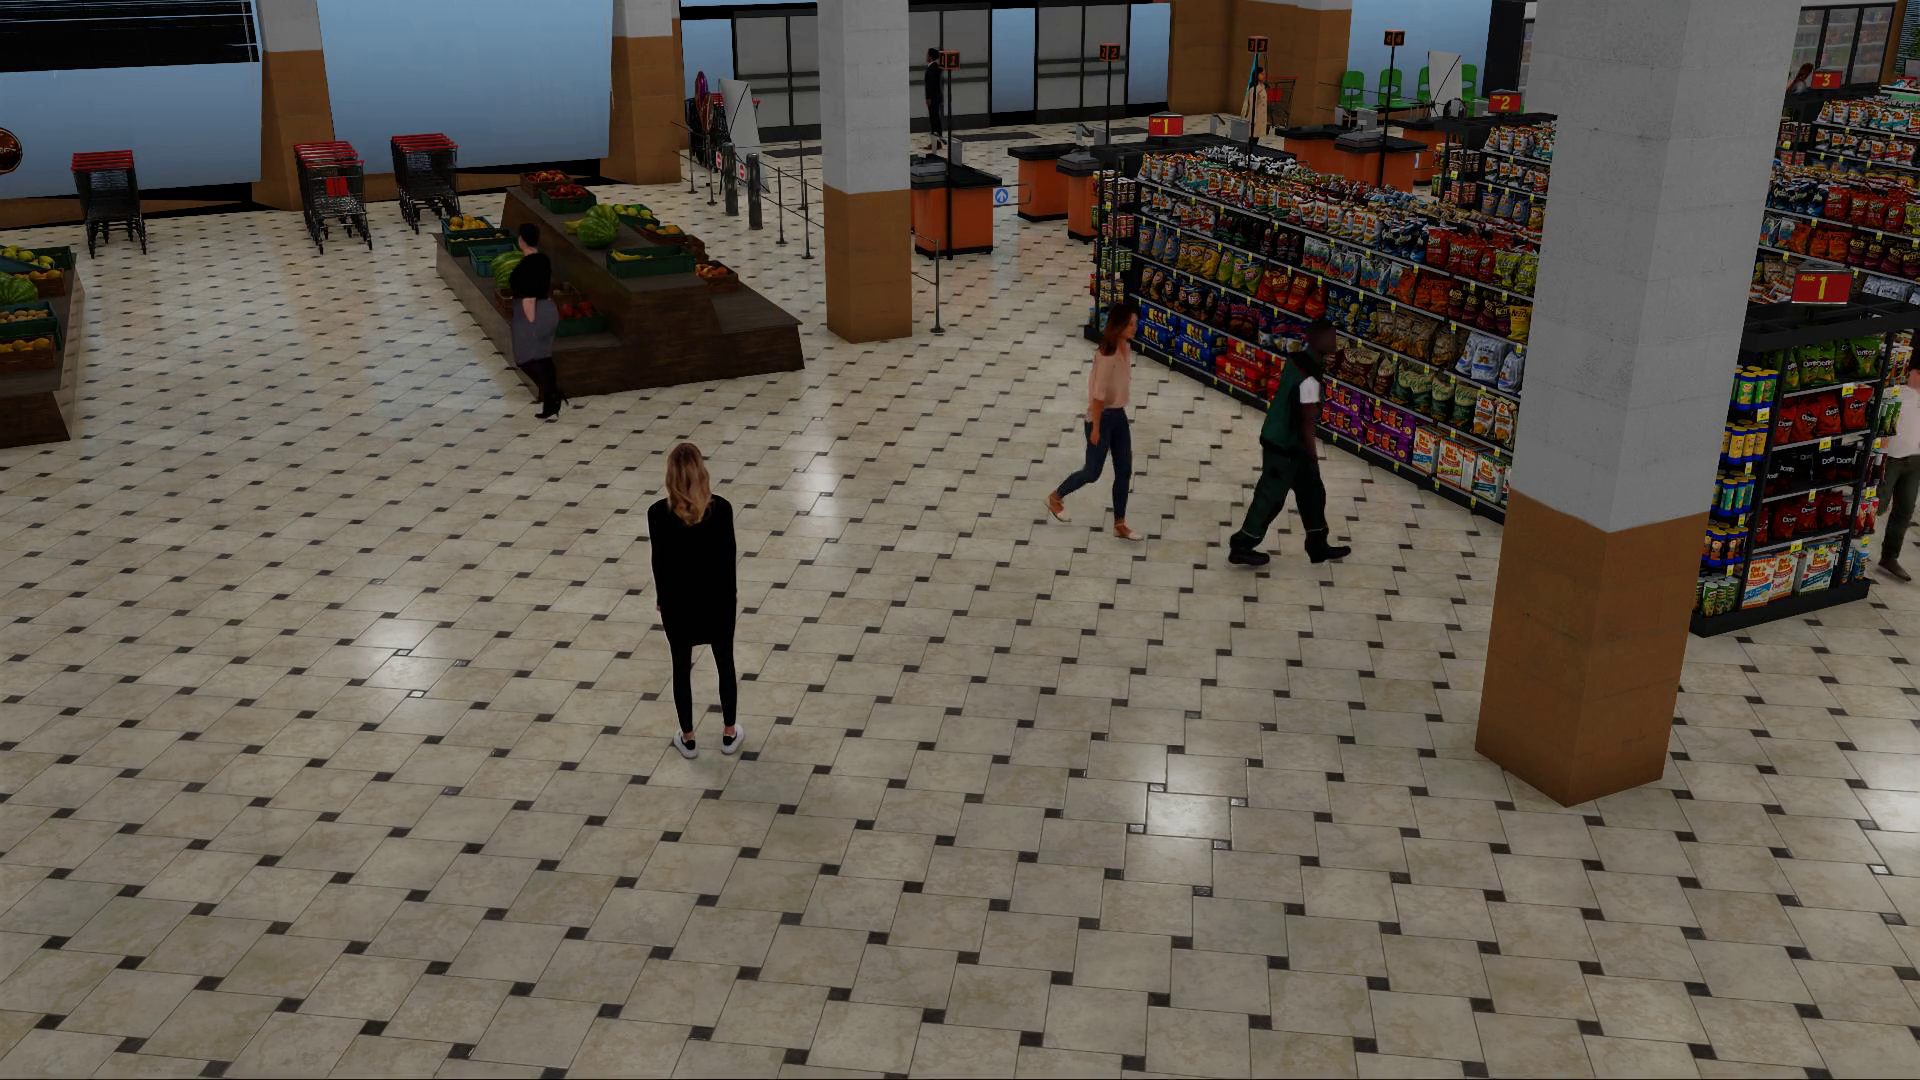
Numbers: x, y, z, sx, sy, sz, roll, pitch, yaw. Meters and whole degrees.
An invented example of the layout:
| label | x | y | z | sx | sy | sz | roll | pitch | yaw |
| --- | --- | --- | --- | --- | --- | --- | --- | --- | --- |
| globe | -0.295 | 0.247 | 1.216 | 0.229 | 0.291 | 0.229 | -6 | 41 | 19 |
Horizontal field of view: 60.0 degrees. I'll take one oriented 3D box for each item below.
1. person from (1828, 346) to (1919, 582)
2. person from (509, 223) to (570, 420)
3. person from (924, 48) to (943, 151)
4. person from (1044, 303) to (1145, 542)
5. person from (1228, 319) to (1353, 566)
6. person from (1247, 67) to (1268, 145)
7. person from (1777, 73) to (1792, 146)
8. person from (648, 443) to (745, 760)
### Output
| label | x | y | z | sx | sy | sz | roll | pitch | yaw |
| --- | --- | --- | --- | --- | --- | --- | --- | --- | --- |
| person | 6.374 | -0.563 | 11.440 | 0.731 | 1.638 | 0.983 | -5 | 22 | -13 |
| person | -3.625 | -1.897 | 14.635 | 0.892 | 1.733 | 0.816 | 1 | 22 | 3 |
| person | -0.458 | -7.730 | 29.163 | 0.762 | 1.724 | 0.675 | 5 | 23 | 13 |
| person | 0.981 | -0.853 | 12.009 | 1.138 | 1.754 | 0.931 | 14 | 26 | 32 |
| person | 2.174 | -0.630 | 11.418 | 1.103 | 1.779 | 1.150 | 0 | 22 | 0 |
| person | 4.759 | -6.761 | 26.808 | 0.735 | 1.682 | 0.712 | 11 | 24 | 26 |
| person | 11.929 | -5.948 | 24.544 | 0.867 | 1.861 | 0.786 | 6 | 23 | 14 |
| person | -1.419 | 0.335 | 8.987 | 0.655 | 1.802 | 0.612 | -4 | 22 | -10 |
